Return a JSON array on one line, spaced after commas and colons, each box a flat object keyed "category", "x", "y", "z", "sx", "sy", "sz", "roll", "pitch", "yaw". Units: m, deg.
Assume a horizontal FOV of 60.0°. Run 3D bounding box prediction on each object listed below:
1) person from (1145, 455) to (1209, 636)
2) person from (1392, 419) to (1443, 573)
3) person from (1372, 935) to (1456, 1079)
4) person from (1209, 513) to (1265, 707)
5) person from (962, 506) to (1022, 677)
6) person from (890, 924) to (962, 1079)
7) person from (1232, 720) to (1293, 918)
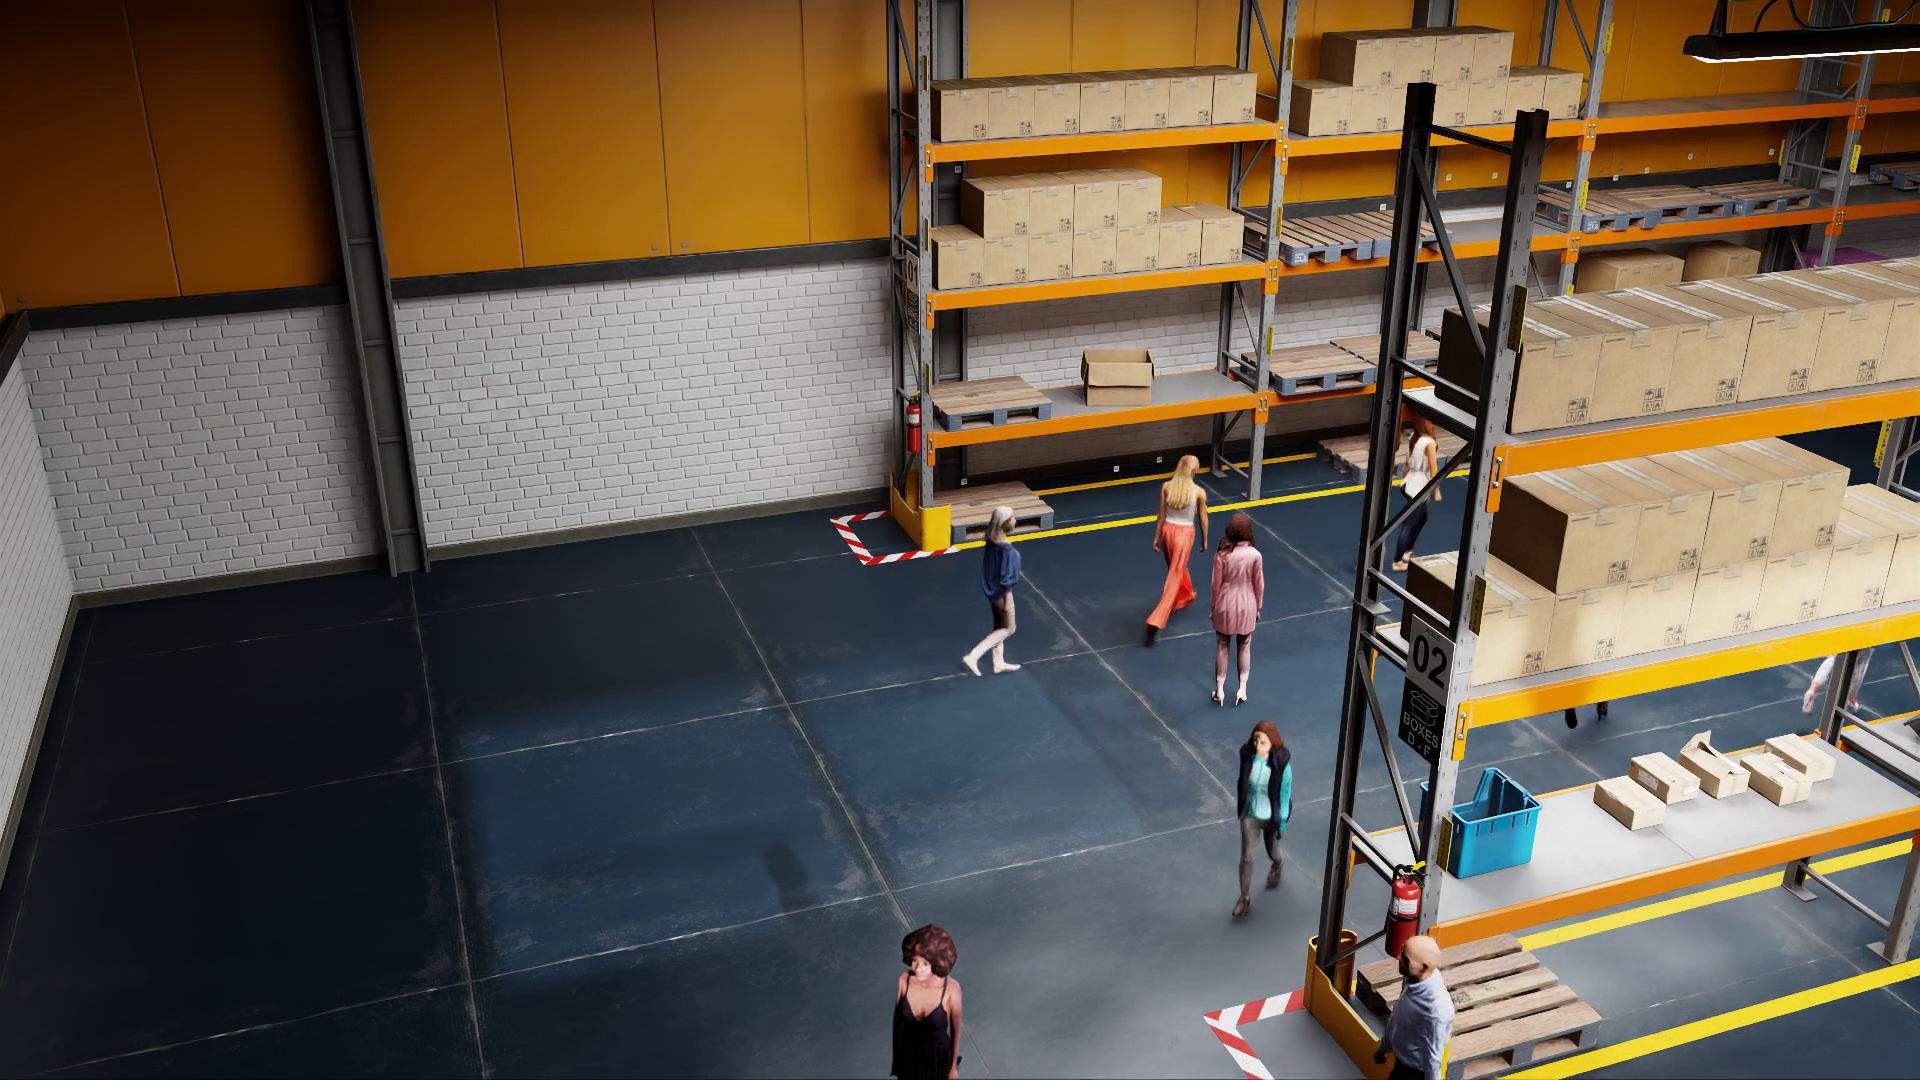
[{"category": "person", "x": 2.038, "y": 0.097, "z": 15.800, "sx": 1.198, "sy": 1.736, "sz": 1.341, "roll": 12, "pitch": 27, "yaw": 26}, {"category": "person", "x": 4.607, "y": -0.492, "z": 17.102, "sx": 0.673, "sy": 1.772, "sz": 0.660, "roll": -3, "pitch": 24, "yaw": -7}, {"category": "person", "x": 2.601, "y": 2.965, "z": 9.209, "sx": 1.130, "sy": 1.761, "sz": 0.918, "roll": 2, "pitch": 24, "yaw": 4}, {"category": "person", "x": 2.400, "y": 0.616, "z": 14.528, "sx": 0.592, "sy": 1.803, "sz": 0.737, "roll": 1, "pitch": 24, "yaw": 3}, {"category": "person", "x": 0.267, "y": 0.496, "z": 14.954, "sx": 0.834, "sy": 1.682, "sz": 0.615, "roll": -9, "pitch": 25, "yaw": -19}, {"category": "person", "x": -0.181, "y": 2.910, "z": 9.298, "sx": 0.629, "sy": 1.790, "sz": 0.707, "roll": 7, "pitch": 24, "yaw": 15}, {"category": "person", "x": 2.207, "y": 1.938, "z": 11.913, "sx": 0.924, "sy": 1.475, "sz": 1.022, "roll": 13, "pitch": 27, "yaw": 27}]
